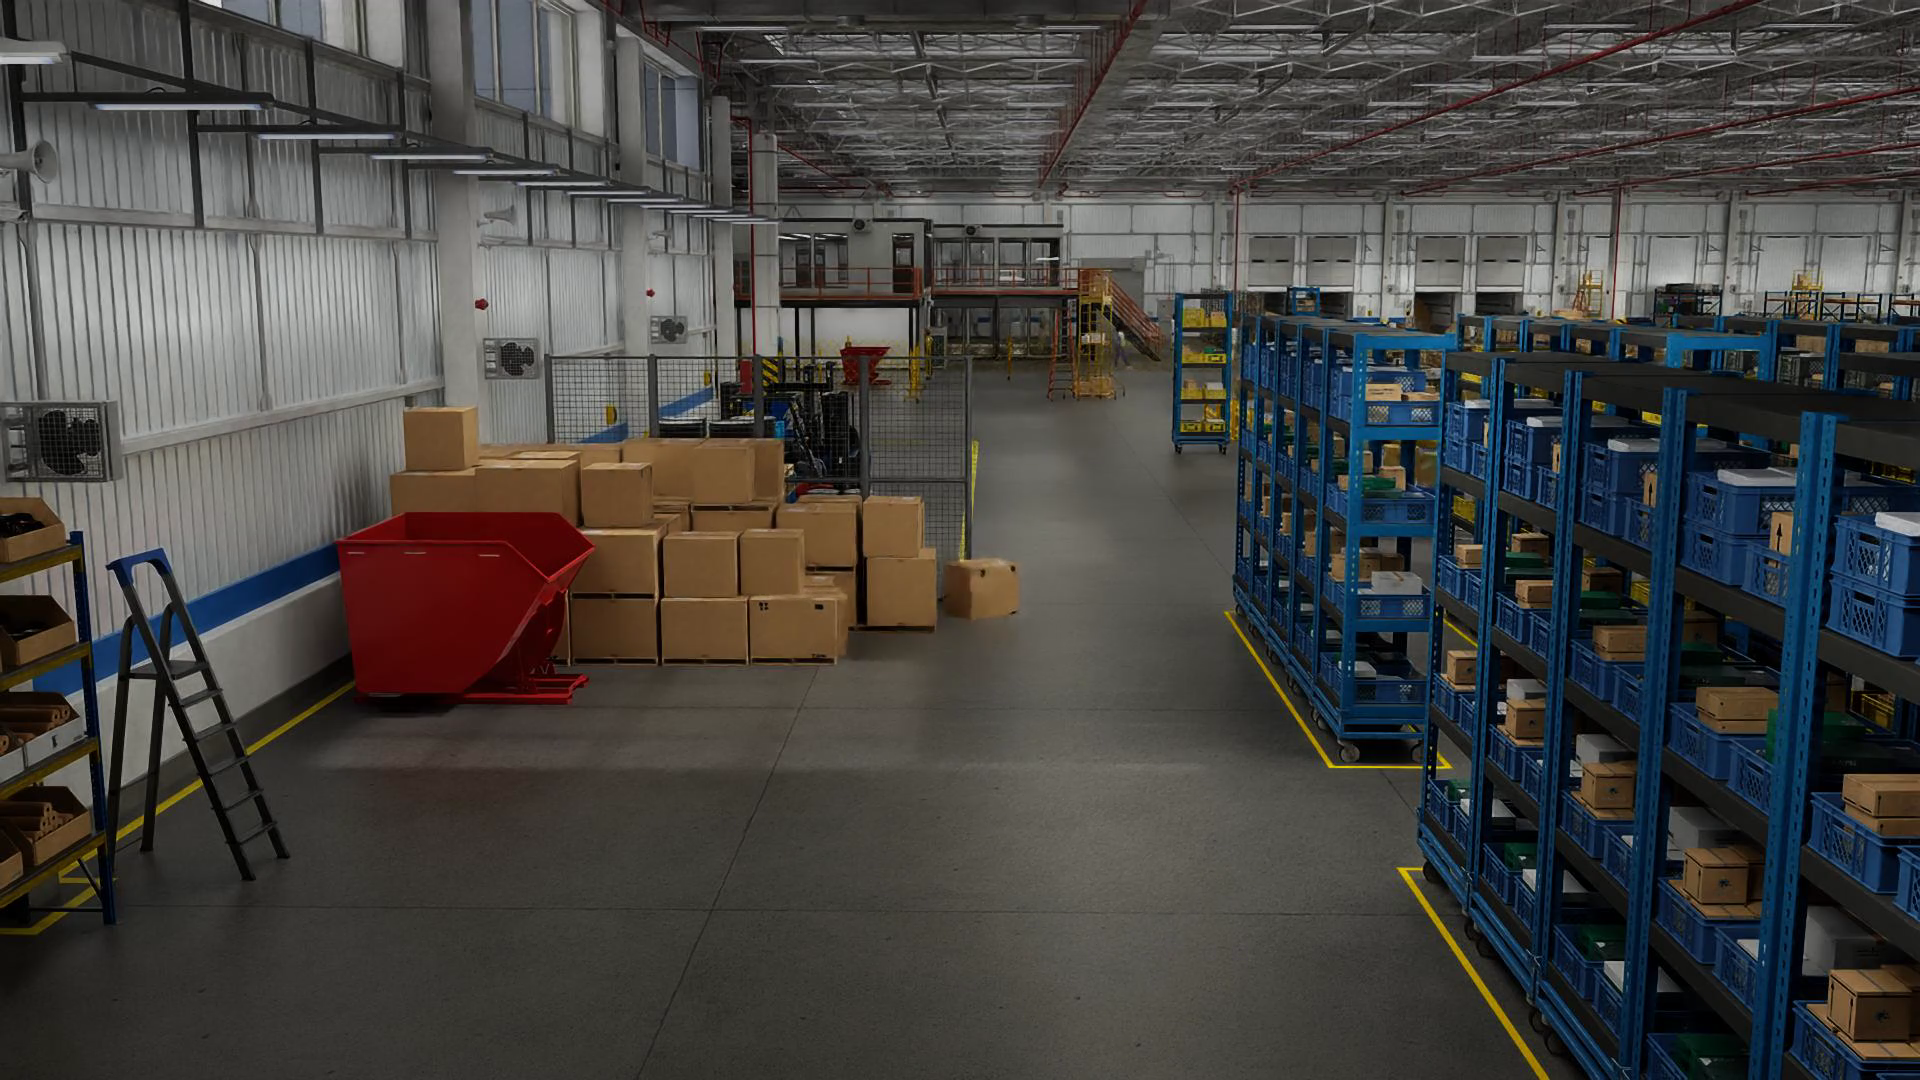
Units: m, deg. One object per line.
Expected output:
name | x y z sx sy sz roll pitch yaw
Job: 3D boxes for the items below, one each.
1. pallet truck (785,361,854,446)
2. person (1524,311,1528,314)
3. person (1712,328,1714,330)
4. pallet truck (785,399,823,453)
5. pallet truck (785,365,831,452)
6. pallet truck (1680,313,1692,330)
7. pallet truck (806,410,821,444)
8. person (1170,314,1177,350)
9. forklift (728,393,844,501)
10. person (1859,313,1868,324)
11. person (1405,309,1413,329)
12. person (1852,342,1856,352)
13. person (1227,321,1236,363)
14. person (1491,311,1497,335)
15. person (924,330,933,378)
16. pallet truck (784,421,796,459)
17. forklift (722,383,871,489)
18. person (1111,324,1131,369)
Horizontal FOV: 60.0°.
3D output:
pallet truck | -3.410 -3.193 38.978 1.885 1.965 0.823 0 9 -1
person | 32.504 -12.277 95.674 0.981 1.793 0.637 6 11 33
person | 29.931 -7.543 66.059 0.541 1.923 0.391 3 10 20
pallet truck | -3.814 -2.432 36.419 1.630 1.274 0.653 0 9 1
pallet truck | -3.774 -2.976 37.635 1.885 1.965 0.823 1 9 5
pallet truck | 36.315 -10.531 84.244 0.823 1.965 1.885 -6 11 -33
pallet truck | -3.559 -2.018 33.905 1.522 1.261 0.704 0 9 -1
person | 11.027 -10.729 85.806 0.356 1.886 0.574 3 10 16
forklift | -2.979 -1.316 26.476 2.680 1.987 1.157 0 9 1
person | 44.563 -10.217 82.173 0.540 2.000 0.683 5 10 27
person | 25.457 -12.152 94.498 0.586 1.918 0.390 -9 13 -43
person | 33.872 -7.048 63.283 0.932 1.836 0.535 1 9 4
person | 12.022 -8.777 73.778 0.432 1.873 0.585 4 10 26
person | 29.541 -11.722 92.036 0.673 1.847 0.565 -2 9 -14
person | -1.212 -7.154 63.881 0.338 1.843 0.514 3 10 20
pallet truck | -4.013 -1.793 32.705 1.601 1.201 0.680 0 9 1
forklift | -2.893 -1.687 28.729 2.680 1.987 1.157 0 9 -1
person | 6.710 -8.038 69.228 0.933 1.888 0.601 4 10 22
